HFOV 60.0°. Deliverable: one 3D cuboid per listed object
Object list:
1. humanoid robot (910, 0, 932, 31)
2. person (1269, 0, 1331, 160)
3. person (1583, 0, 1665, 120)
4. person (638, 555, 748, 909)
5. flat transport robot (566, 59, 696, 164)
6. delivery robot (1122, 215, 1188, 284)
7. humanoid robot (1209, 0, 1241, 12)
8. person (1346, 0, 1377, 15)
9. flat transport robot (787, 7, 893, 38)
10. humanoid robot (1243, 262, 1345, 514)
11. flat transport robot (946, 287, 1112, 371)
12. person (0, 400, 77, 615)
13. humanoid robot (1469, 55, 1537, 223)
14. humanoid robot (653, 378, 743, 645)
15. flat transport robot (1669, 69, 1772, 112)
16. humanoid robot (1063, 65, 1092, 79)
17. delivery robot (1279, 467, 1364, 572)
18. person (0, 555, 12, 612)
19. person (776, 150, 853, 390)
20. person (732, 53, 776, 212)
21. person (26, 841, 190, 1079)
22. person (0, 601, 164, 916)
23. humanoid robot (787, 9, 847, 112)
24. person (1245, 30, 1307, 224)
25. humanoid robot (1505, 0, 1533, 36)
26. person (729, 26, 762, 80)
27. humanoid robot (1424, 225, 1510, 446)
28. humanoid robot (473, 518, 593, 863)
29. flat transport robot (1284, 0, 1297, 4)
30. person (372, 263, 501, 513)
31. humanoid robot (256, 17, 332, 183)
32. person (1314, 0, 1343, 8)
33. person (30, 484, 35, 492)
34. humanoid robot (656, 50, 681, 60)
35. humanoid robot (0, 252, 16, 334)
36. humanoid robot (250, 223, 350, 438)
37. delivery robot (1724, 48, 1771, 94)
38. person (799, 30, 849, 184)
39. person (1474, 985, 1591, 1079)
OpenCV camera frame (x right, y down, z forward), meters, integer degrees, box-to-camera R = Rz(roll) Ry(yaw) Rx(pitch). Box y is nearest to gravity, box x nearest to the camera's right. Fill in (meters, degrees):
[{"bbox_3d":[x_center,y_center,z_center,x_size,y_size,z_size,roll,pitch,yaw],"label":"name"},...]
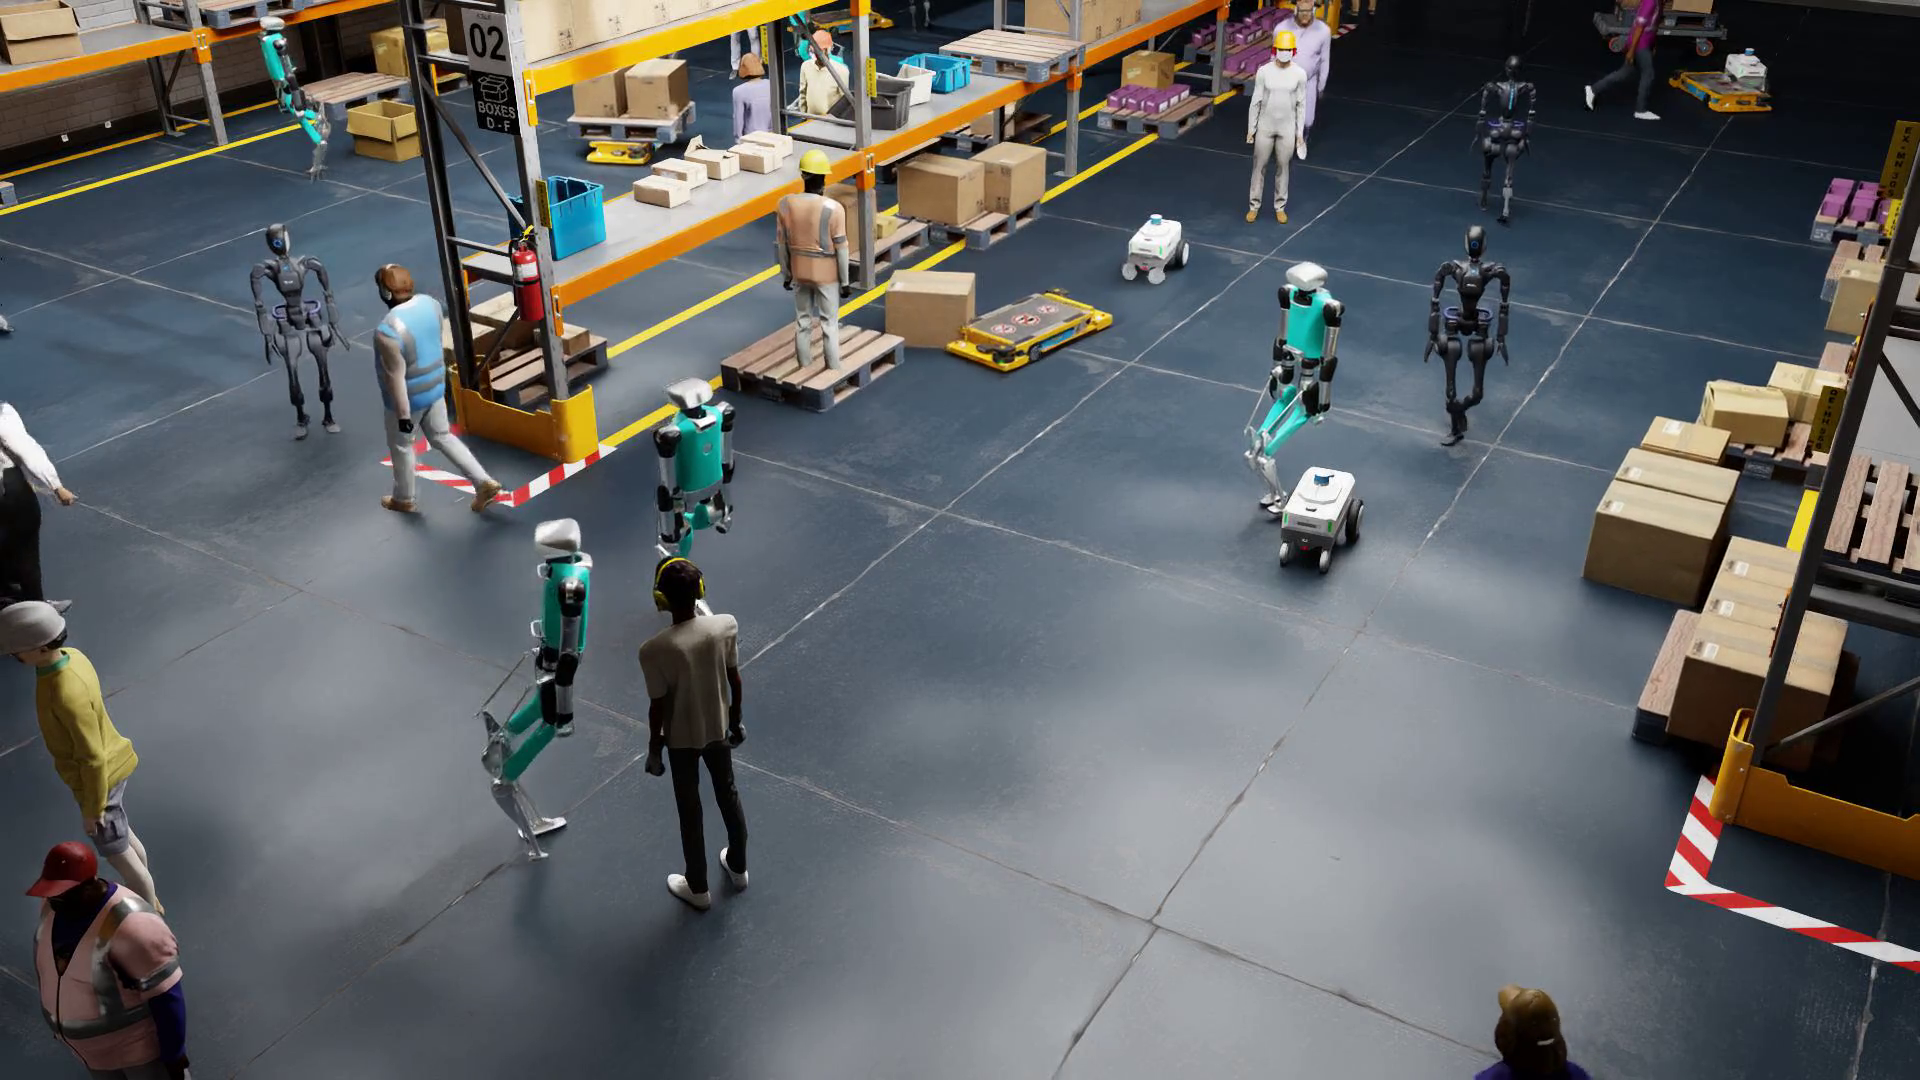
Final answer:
[{"bbox_3d":[-0.632,-8.245,24.094,0.589,1.656,0.369,0,29,1],"label":"humanoid robot"},{"bbox_3d":[3.667,-4.973,18.097,0.647,1.892,0.505,5,30,8],"label":"person"},{"bbox_3d":[8.092,-5.989,19.998,0.874,1.783,0.478,12,32,21],"label":"person"},{"bbox_3d":[-1.232,0.899,7.733,0.507,1.865,0.329,-20,35,-32],"label":"person"},{"bbox_3d":[-3.734,-4.604,19.086,0.659,0.231,1.431,4,30,7],"label":"flat transport robot"},{"bbox_3d":[1.812,-2.741,15.471,0.503,0.566,0.733,11,31,18],"label":"delivery robot"},{"bbox_3d":[4.046,-8.847,25.225,0.815,1.617,0.603,-26,39,-38],"label":"humanoid robot"},{"bbox_3d":[6.127,-8.819,25.057,0.565,1.735,0.412,-14,32,-23],"label":"person"},{"bbox_3d":[-1.749,-7.550,24.297,1.431,0.231,0.659,-21,36,-33],"label":"flat transport robot"},{"bbox_3d":[2.117,-0.948,11.068,0.678,1.752,0.548,-18,34,-29],"label":"humanoid robot"},{"bbox_3d":[0.602,-1.794,14.116,0.659,0.231,1.431,24,37,36],"label":"flat transport robot"},{"bbox_3d":[-5.754,-0.311,9.999,0.856,1.732,0.512,8,31,15],"label":"person"},{"bbox_3d":[5.458,-4.030,16.691,0.599,1.640,0.770,3,30,6],"label":"humanoid robot"},{"bbox_3d":[-1.660,-0.181,9.786,1.019,1.746,0.543,24,37,36],"label":"humanoid robot"},{"bbox_3d":[9.570,-5.657,20.948,0.659,0.231,1.431,-2,30,-3],"label":"flat transport robot"},{"bbox_3d":[1.545,-6.836,21.554,0.561,1.737,1.028,18,34,29],"label":"humanoid robot"},{"bbox_3d":[2.367,-0.182,10.986,0.499,0.607,0.808,12,32,20],"label":"delivery robot"},{"bbox_3d":[-6.031,-0.306,9.775,0.604,1.956,0.391,-13,32,-22],"label":"person"},{"bbox_3d":[-1.118,-2.071,12.933,0.586,1.915,0.387,12,32,20],"label":"person"},{"bbox_3d":[-2.048,-4.076,16.776,0.503,1.628,0.277,-17,33,-27],"label":"person"},{"bbox_3d":[-3.131,1.831,6.192,0.611,1.755,0.420,11,31,19],"label":"person"},{"bbox_3d":[-3.868,1.068,7.413,0.395,1.886,0.474,-15,33,-25],"label":"person"},{"bbox_3d":[-1.731,-5.973,20.012,0.975,1.737,0.542,-17,33,-27],"label":"humanoid robot"},{"bbox_3d":[3.143,-4.102,16.546,0.562,1.898,0.352,4,30,6],"label":"person"},{"bbox_3d":[8.176,-8.157,23.961,0.609,1.631,0.732,4,30,7],"label":"humanoid robot"},{"bbox_3d":[-2.825,-6.947,21.539,0.487,1.942,0.435,4,30,7],"label":"person"},{"bbox_3d":[3.740,-1.514,12.204,0.605,1.632,0.488,8,30,13],"label":"humanoid robot"},{"bbox_3d":[-2.122,0.761,8.125,0.785,1.786,0.548,-9,31,-15],"label":"humanoid robot"},{"bbox_3d":[4.750,-8.688,26.311,1.431,0.231,0.659,21,36,32],"label":"flat transport robot"},{"bbox_3d":[-3.596,-0.977,11.102,0.836,1.815,0.625,11,31,19],"label":"person"},{"bbox_3d":[-6.989,-4.699,17.817,0.748,1.835,0.537,-25,38,-37],"label":"humanoid robot"},{"bbox_3d":[5.694,-9.144,25.563,0.747,1.810,0.433,19,35,30],"label":"person"},{"bbox_3d":[-6.821,-1.169,11.258,0.608,1.995,0.379,15,33,24],"label":"person"},{"bbox_3d":[-3.889,-6.704,21.287,0.541,1.755,0.703,23,37,35],"label":"humanoid robot"},{"bbox_3d":[-8.446,-2.513,14.001,0.796,1.623,0.583,26,38,37],"label":"humanoid robot"},{"bbox_3d":[-4.840,-1.544,12.247,0.590,1.651,0.344,-12,32,-20],"label":"humanoid robot"},{"bbox_3d":[9.978,-5.941,21.153,0.524,0.587,0.745,4,30,7],"label":"delivery robot"},{"bbox_3d":[-1.405,-4.365,17.150,0.562,1.755,0.319,11,31,19],"label":"person"},{"bbox_3d":[1.880,2.199,5.722,0.491,1.574,0.709,-3,30,-5],"label":"person"}]
